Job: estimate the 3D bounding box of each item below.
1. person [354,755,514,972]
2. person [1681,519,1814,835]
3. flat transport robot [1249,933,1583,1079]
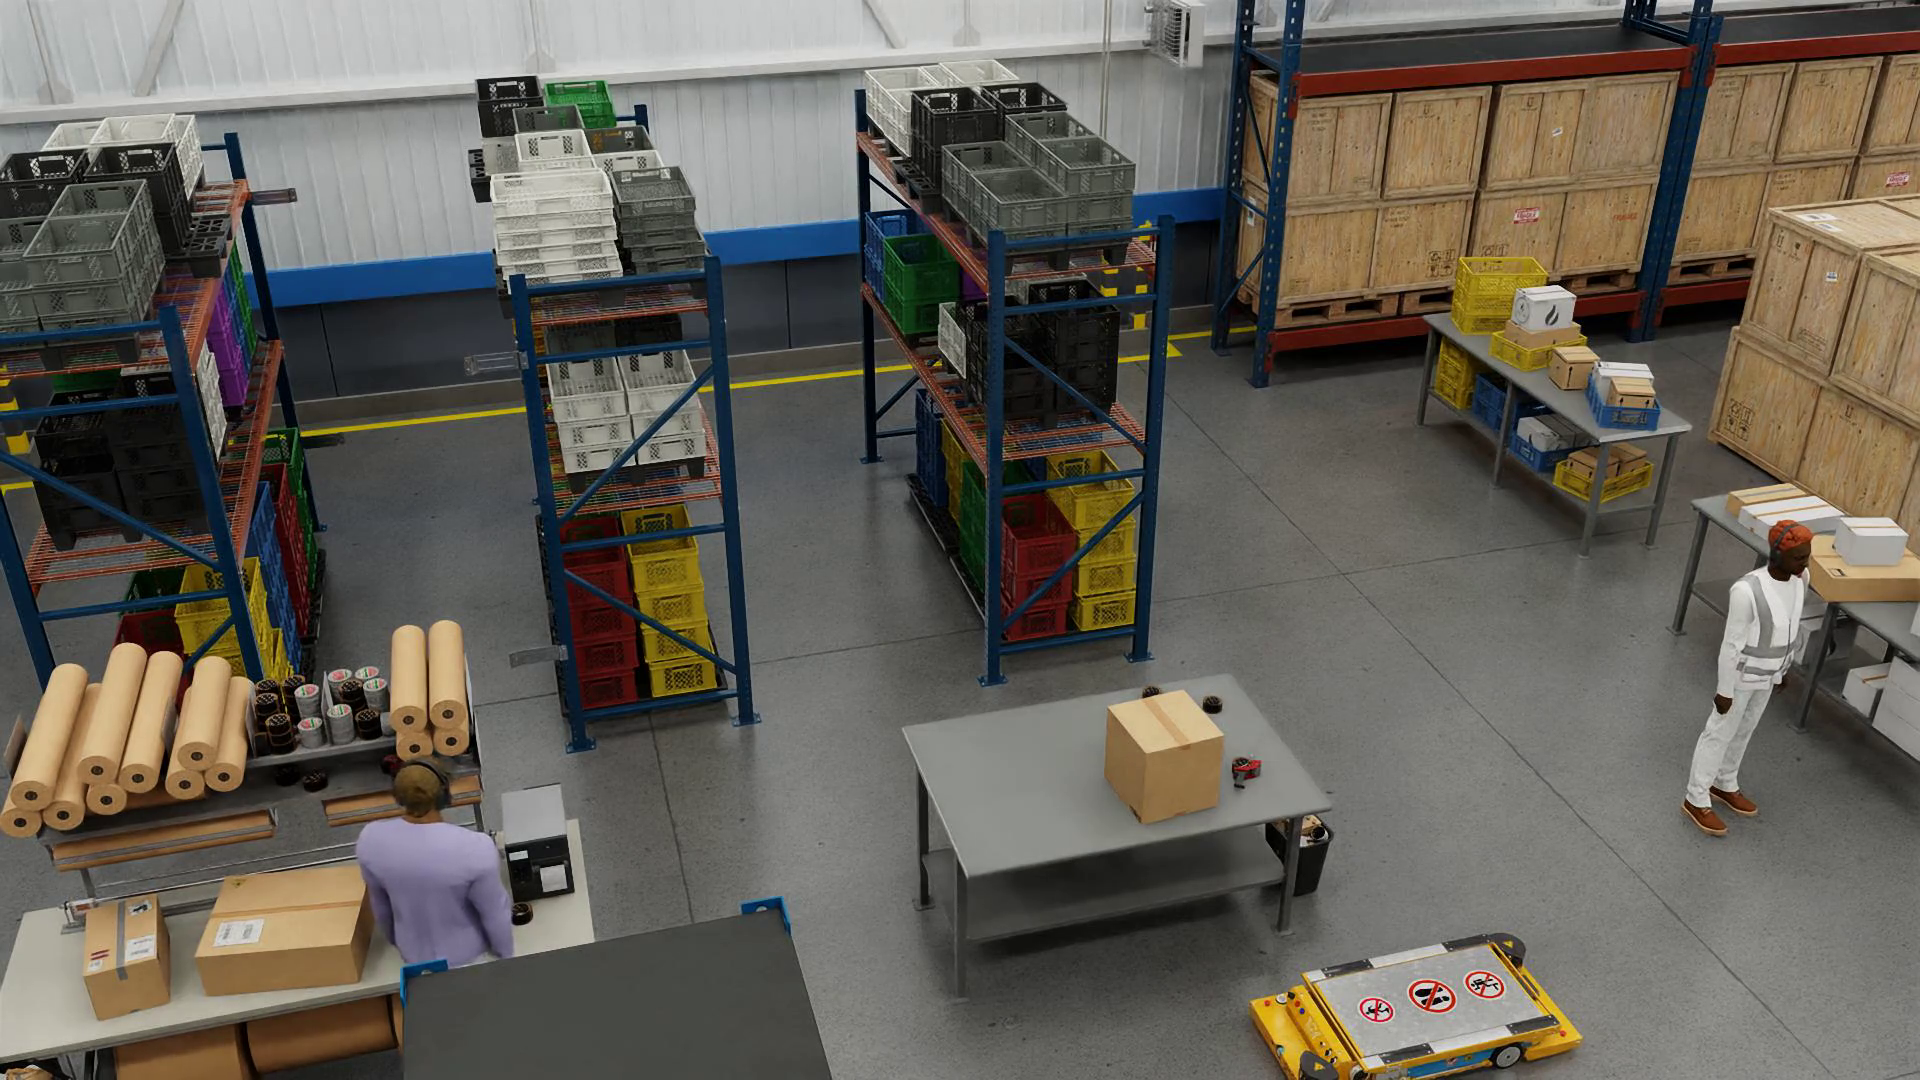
[{"bbox_3d":[-2.227,1.762,7.220,0.629,1.931,0.367,5,29,9],"label":"person"},{"bbox_3d":[4.348,0.742,9.122,0.574,1.882,0.356,-18,33,-29],"label":"person"},{"bbox_3d":[2.184,2.282,7.980,1.431,0.197,0.652,-8,30,-14],"label":"flat transport robot"}]
